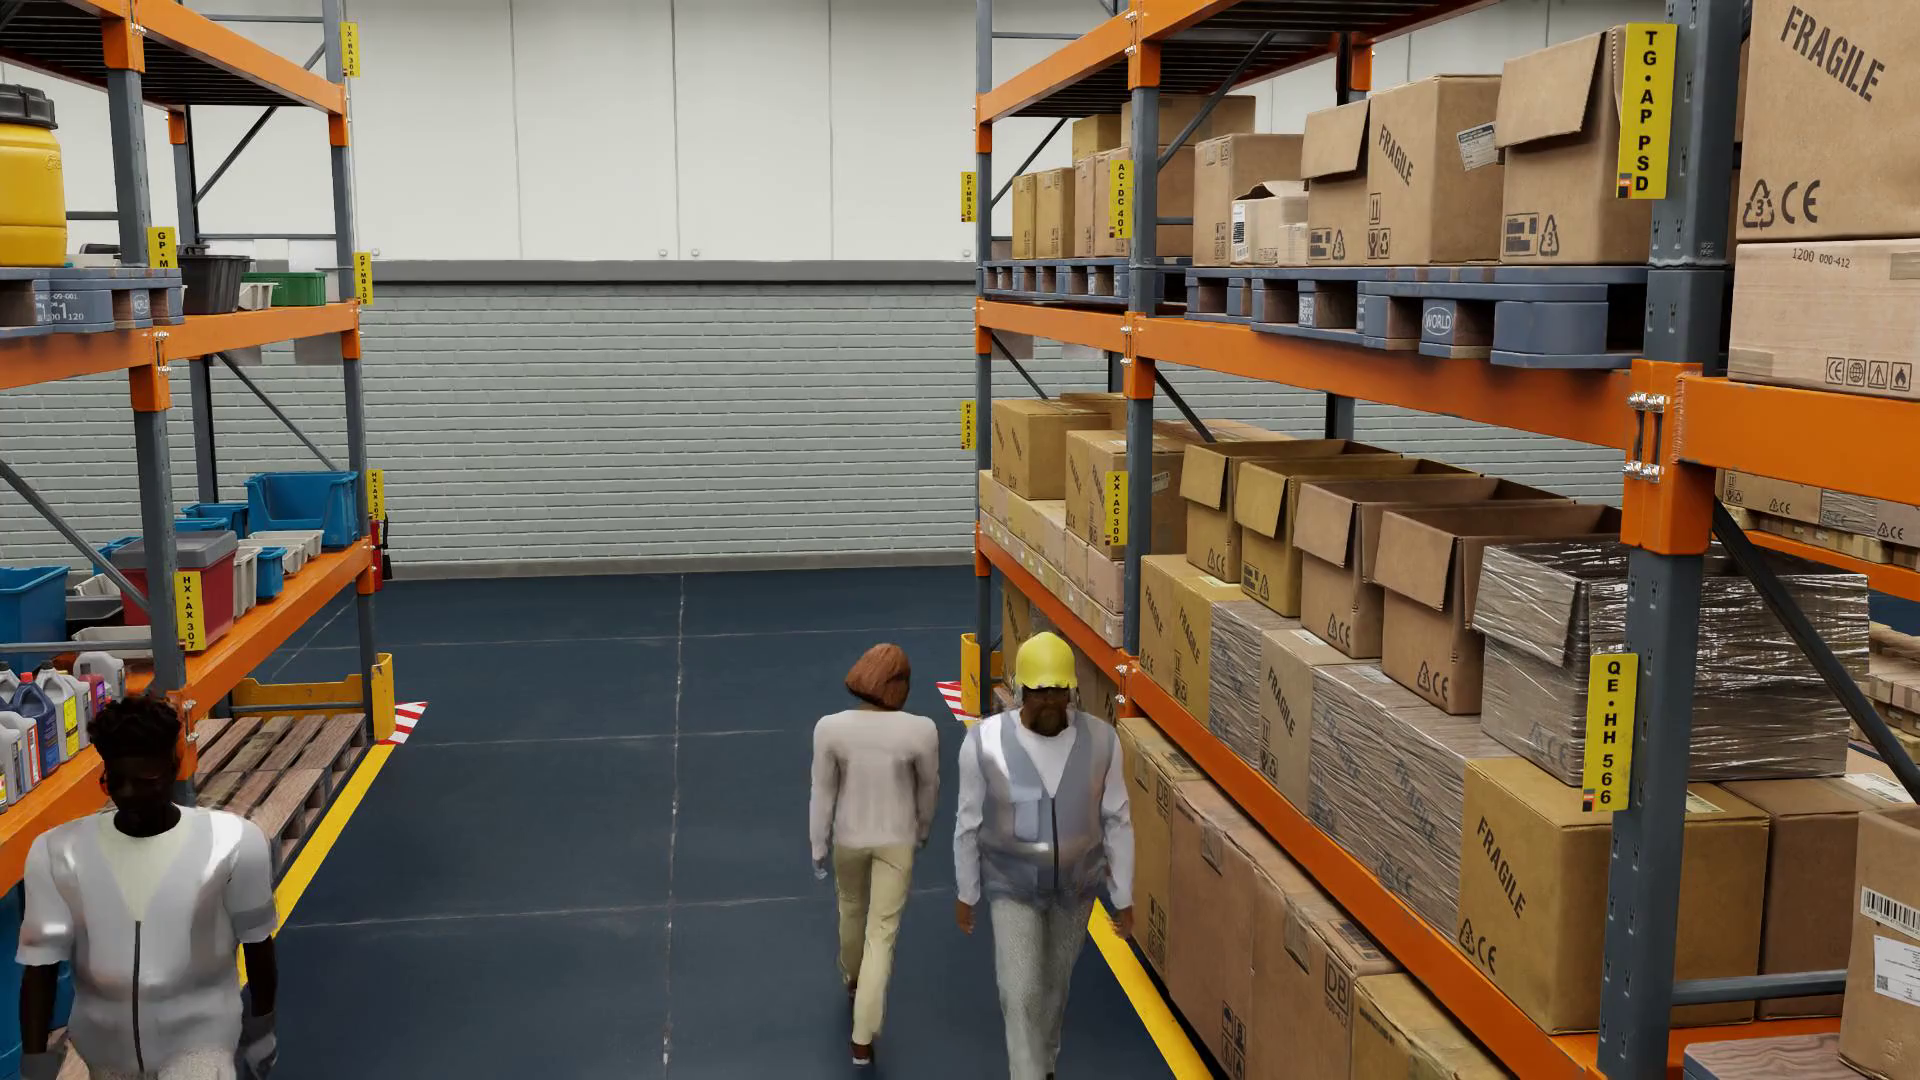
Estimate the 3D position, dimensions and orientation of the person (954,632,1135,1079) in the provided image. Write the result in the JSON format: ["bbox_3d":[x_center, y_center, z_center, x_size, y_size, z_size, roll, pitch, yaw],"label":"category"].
[{"bbox_3d":[0.319,1.220,5.710,0.621,1.792,0.873,-2,9,-11],"label":"person"}]

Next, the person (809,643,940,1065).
[{"bbox_3d":[-0.327,1.185,6.596,0.497,1.572,0.873,2,9,10],"label":"person"}]

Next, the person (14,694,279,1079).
[{"bbox_3d":[-2.168,1.366,4.442,0.607,1.910,1.003,-2,9,-10],"label":"person"}]
